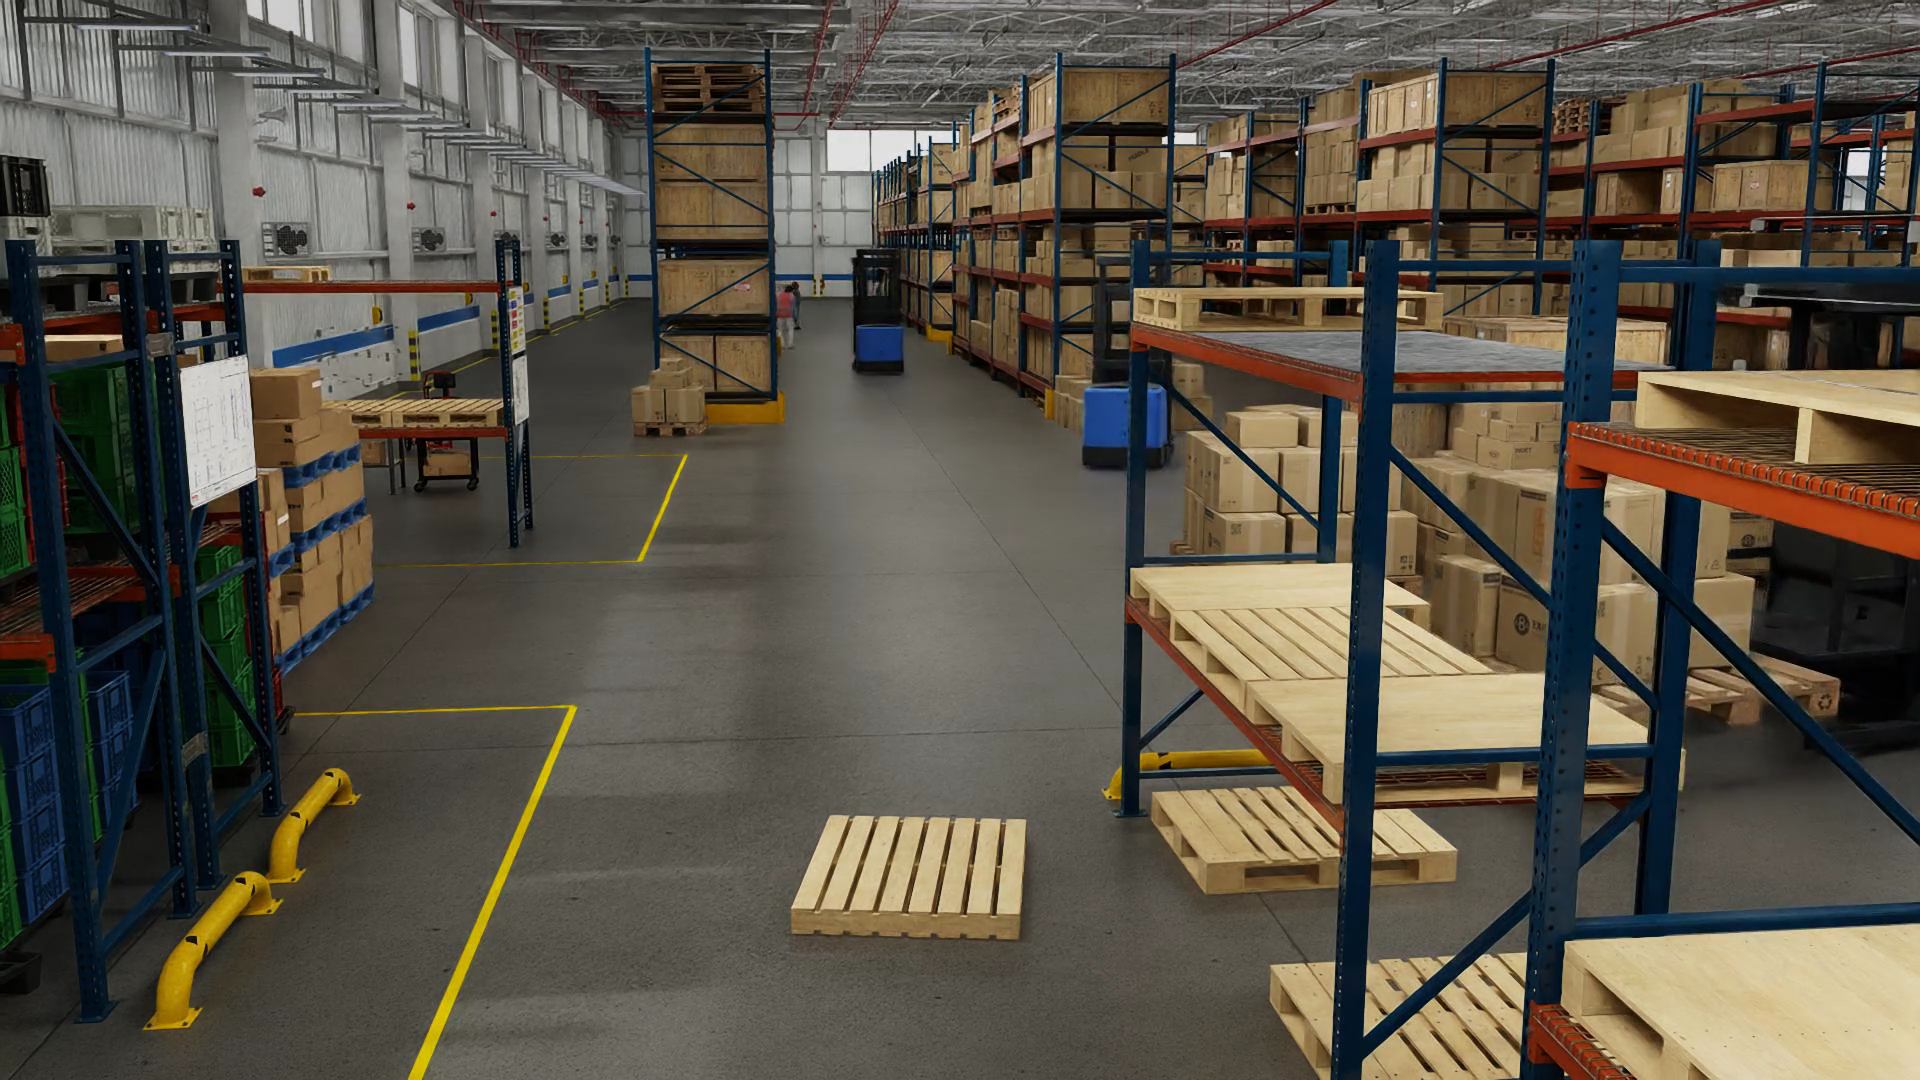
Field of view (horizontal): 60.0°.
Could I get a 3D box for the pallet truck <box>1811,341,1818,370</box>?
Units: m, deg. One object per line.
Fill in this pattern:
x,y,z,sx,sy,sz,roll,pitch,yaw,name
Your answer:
15.846,-3.142,28.793,1.885,1.965,0.823,2,10,12,pallet truck

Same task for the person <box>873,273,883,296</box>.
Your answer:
-2.826,-8.203,57.083,0.390,1.917,0.608,-1,10,-4,person

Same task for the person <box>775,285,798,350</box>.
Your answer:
-4.840,-6.161,46.086,0.706,1.811,0.432,0,10,1,person

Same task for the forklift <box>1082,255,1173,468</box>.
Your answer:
2.304,-2.464,22.587,1.129,2.768,1.873,2,10,11,forklift

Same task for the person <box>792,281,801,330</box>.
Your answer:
-5.585,-7.957,56.479,0.276,1.631,0.507,-6,12,-32,person

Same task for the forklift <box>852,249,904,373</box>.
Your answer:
-1.891,-5.289,38.239,1.129,2.768,1.873,-1,10,-6,forklift

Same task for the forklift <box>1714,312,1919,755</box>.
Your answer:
5.752,-0.240,10.263,1.873,2.768,1.129,-3,11,-17,forklift
